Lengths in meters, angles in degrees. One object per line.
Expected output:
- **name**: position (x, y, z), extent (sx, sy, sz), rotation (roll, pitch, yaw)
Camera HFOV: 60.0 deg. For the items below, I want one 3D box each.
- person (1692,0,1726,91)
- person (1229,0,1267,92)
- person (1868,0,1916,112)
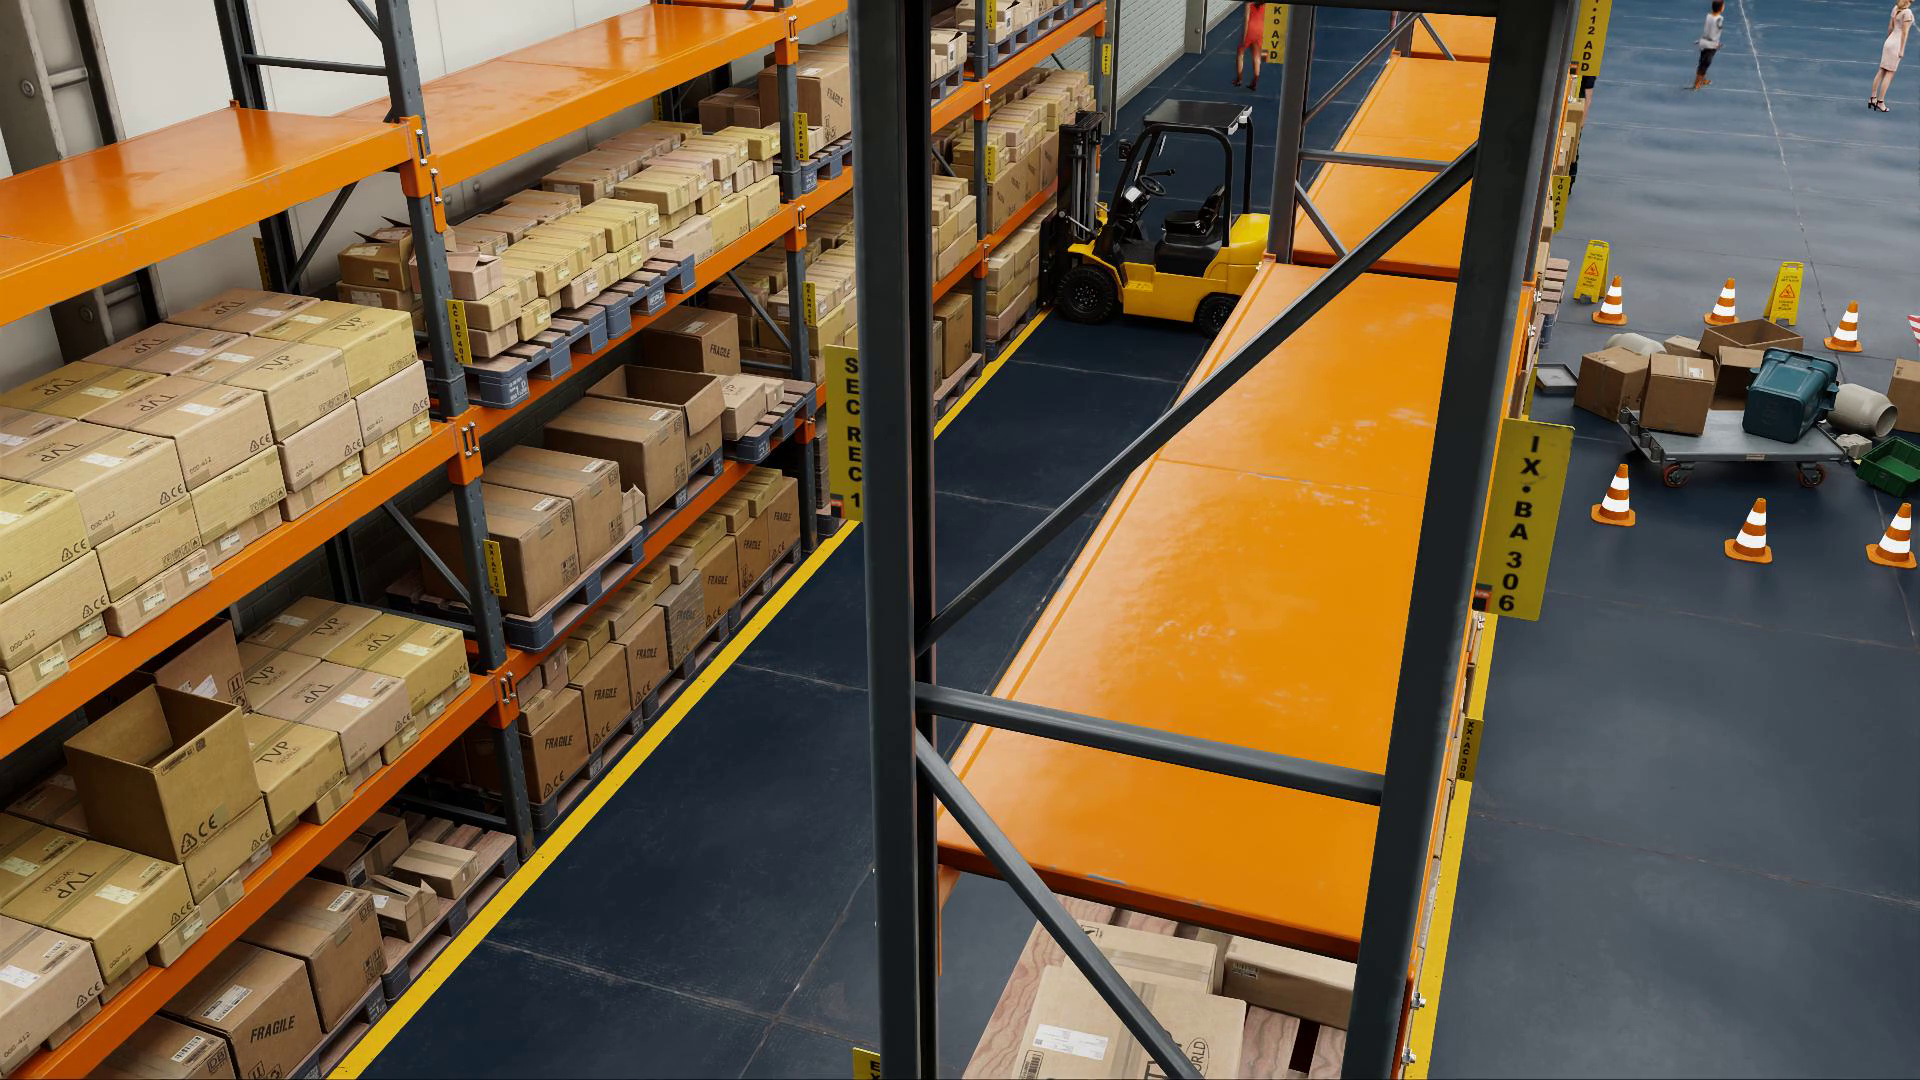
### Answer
- **person**: position (11.917, -7.929, 26.526), extent (0.981, 1.439, 0.870), rotation (-19, 33, -31)
- **person**: position (4.673, -7.961, 26.307), extent (0.879, 1.700, 0.941), rotation (-12, 30, -22)
- **person**: position (14.151, -7.457, 25.223), extent (0.705, 1.829, 0.570), rotation (-1, 28, -2)
